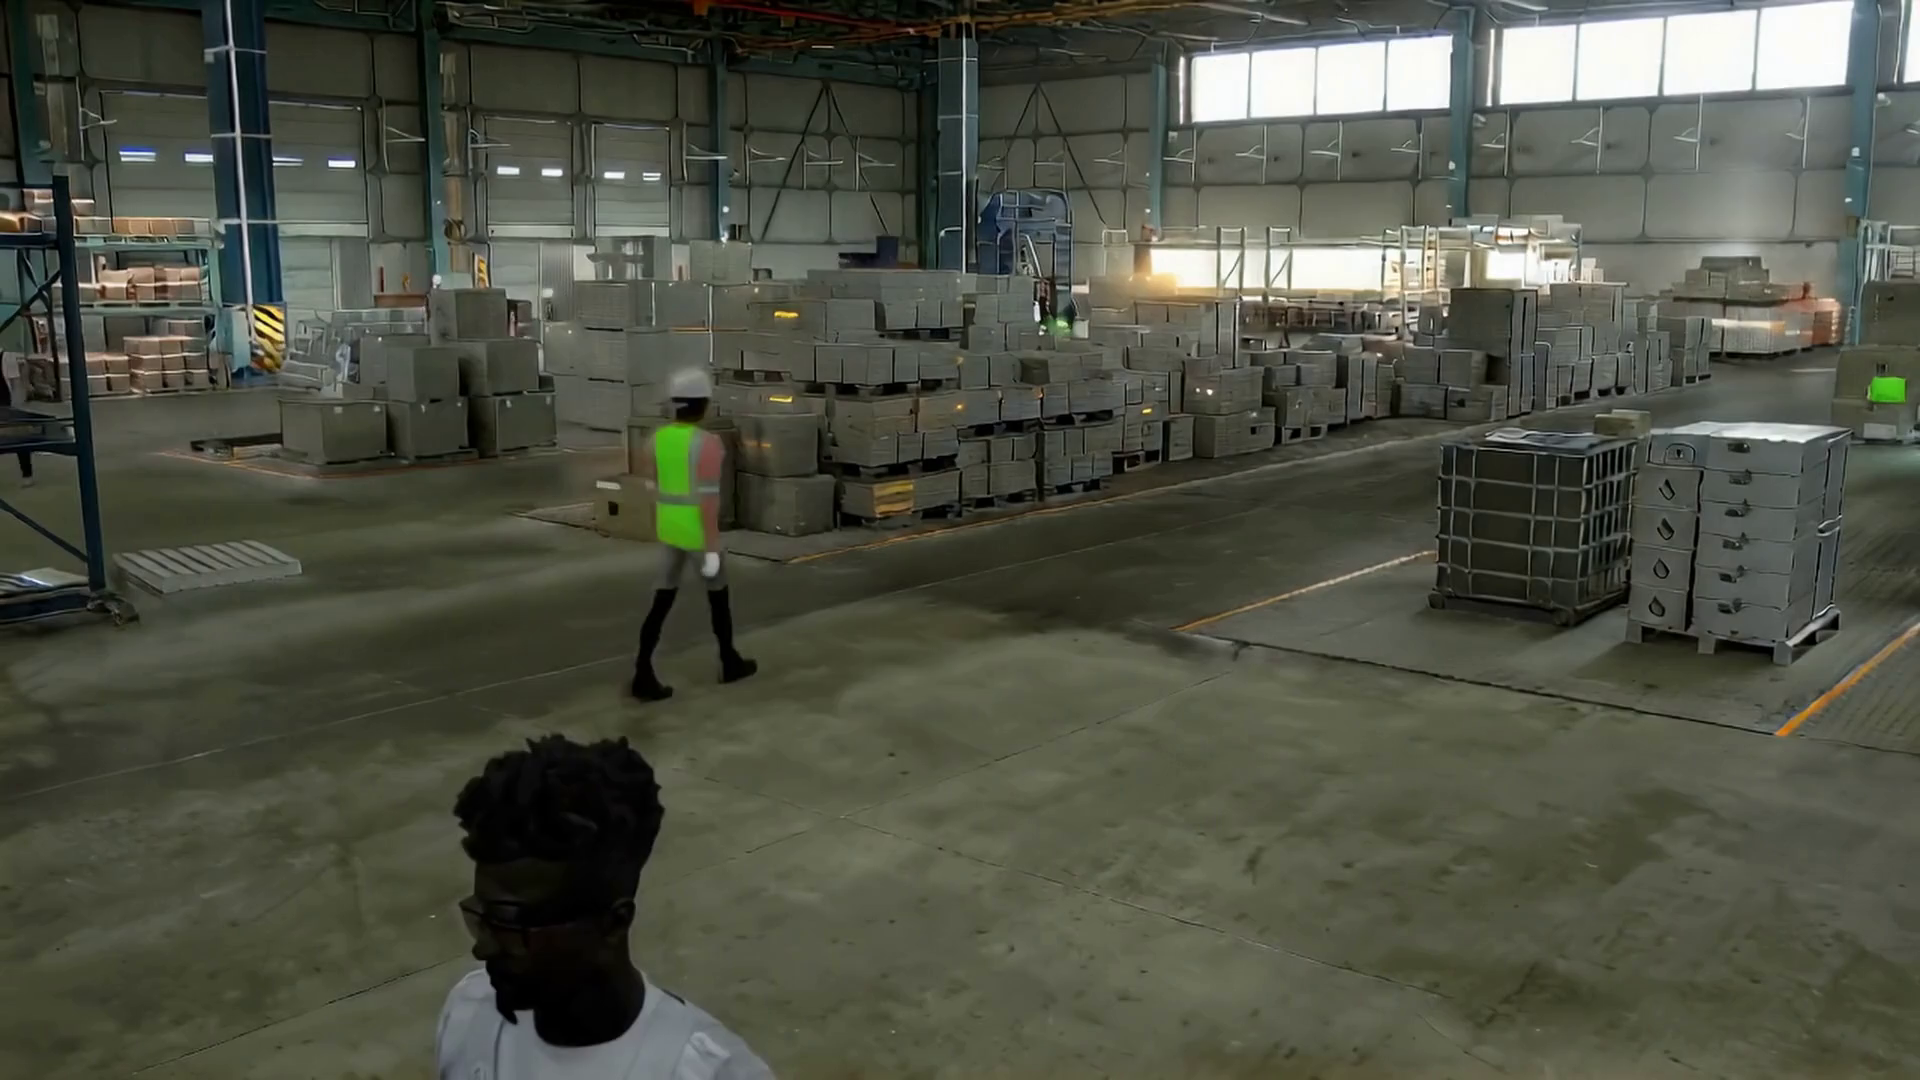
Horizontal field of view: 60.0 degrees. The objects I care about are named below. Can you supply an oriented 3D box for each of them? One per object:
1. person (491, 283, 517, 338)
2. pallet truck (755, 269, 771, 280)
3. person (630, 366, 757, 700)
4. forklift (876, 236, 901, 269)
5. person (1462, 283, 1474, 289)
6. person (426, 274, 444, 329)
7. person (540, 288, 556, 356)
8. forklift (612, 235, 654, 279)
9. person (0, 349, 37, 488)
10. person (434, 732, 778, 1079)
[{"bbox_3d":[-8.569,-3.826,30.986,0.629,1.886,0.990,-4,11,-23],"label":"person"},{"bbox_3d":[-4.996,-6.432,45.525,1.885,1.965,0.823,-6,12,-32],"label":"pallet truck"},{"bbox_3d":[-1.564,-0.044,9.478,0.560,1.892,0.983,6,12,31],"label":"person"},{"bbox_3d":[-1.676,-5.747,39.112,1.873,2.768,1.129,-3,10,-18],"label":"forklift"},{"bbox_3d":[9.479,-3.837,31.053,0.432,1.931,0.598,1,10,7],"label":"person"},{"bbox_3d":[-12.443,-5.374,39.726,0.566,1.916,0.441,-5,11,-28],"label":"person"},{"bbox_3d":[-9.636,-5.145,39.259,0.550,1.615,0.526,-4,11,-23],"label":"person"},{"bbox_3d":[-7.300,-5.450,37.421,1.873,2.768,1.129,8,13,40],"label":"forklift"},{"bbox_3d":[-10.018,-1.375,17.362,0.528,1.805,0.987,-1,10,-3],"label":"person"},{"bbox_3d":[-0.474,1.202,2.159,0.604,1.963,0.367,6,12,32],"label":"person"}]
